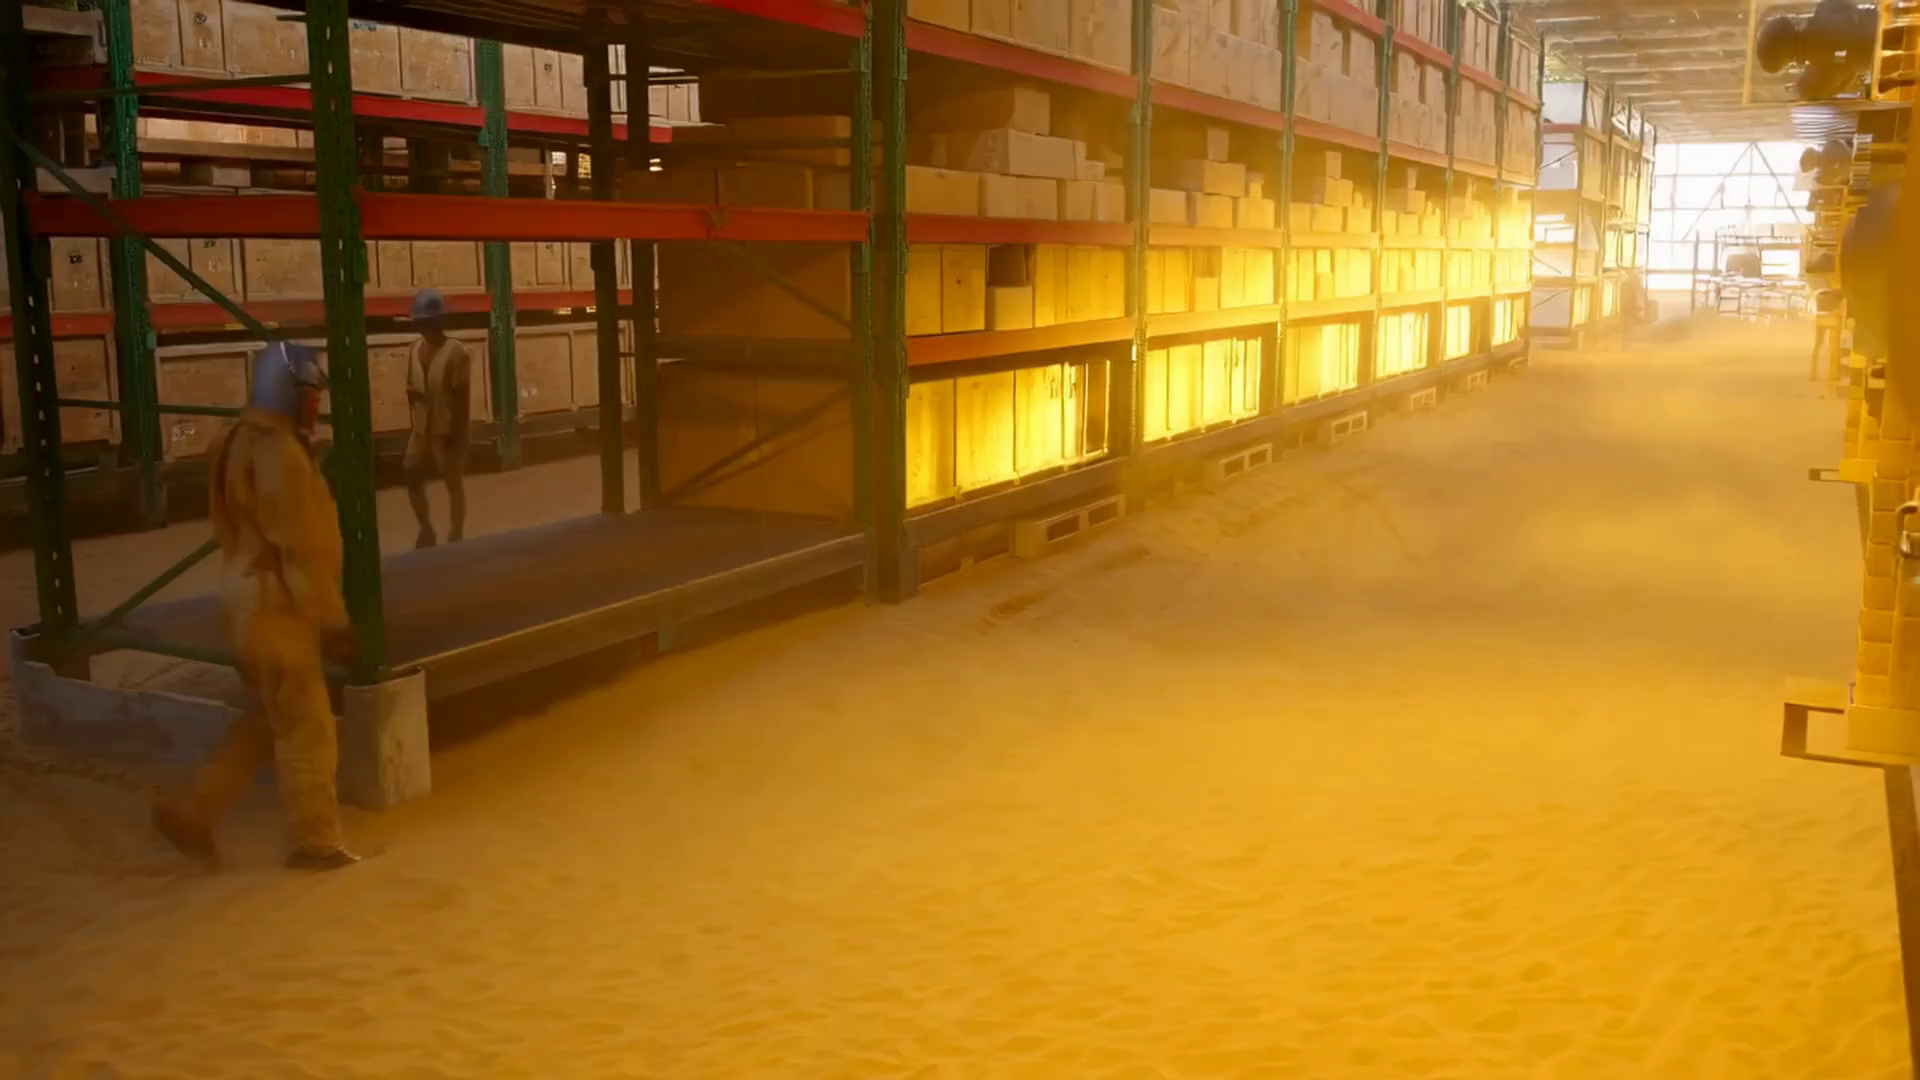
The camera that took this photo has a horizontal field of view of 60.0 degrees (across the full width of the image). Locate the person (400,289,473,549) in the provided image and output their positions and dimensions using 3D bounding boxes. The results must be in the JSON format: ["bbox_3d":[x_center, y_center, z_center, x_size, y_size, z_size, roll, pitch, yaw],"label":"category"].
[{"bbox_3d":[-3.673,-0.773,11.574,0.556,1.918,0.637,3,10,17],"label":"person"}]

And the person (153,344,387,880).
[{"bbox_3d":[-2.465,0.258,5.794,0.760,1.876,0.682,-2,10,-9],"label":"person"}]

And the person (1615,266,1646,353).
[{"bbox_3d":[14.589,-5.022,36.254,0.427,1.895,0.666,-5,11,-25],"label":"person"}]

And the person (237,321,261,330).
[{"bbox_3d":[-8.093,-1.937,18.974,0.490,1.702,0.893,6,11,30],"label":"person"}]

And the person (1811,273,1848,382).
[{"bbox_3d":[14.676,-3.580,28.111,0.393,1.836,0.561,-8,13,-39],"label":"person"}]
